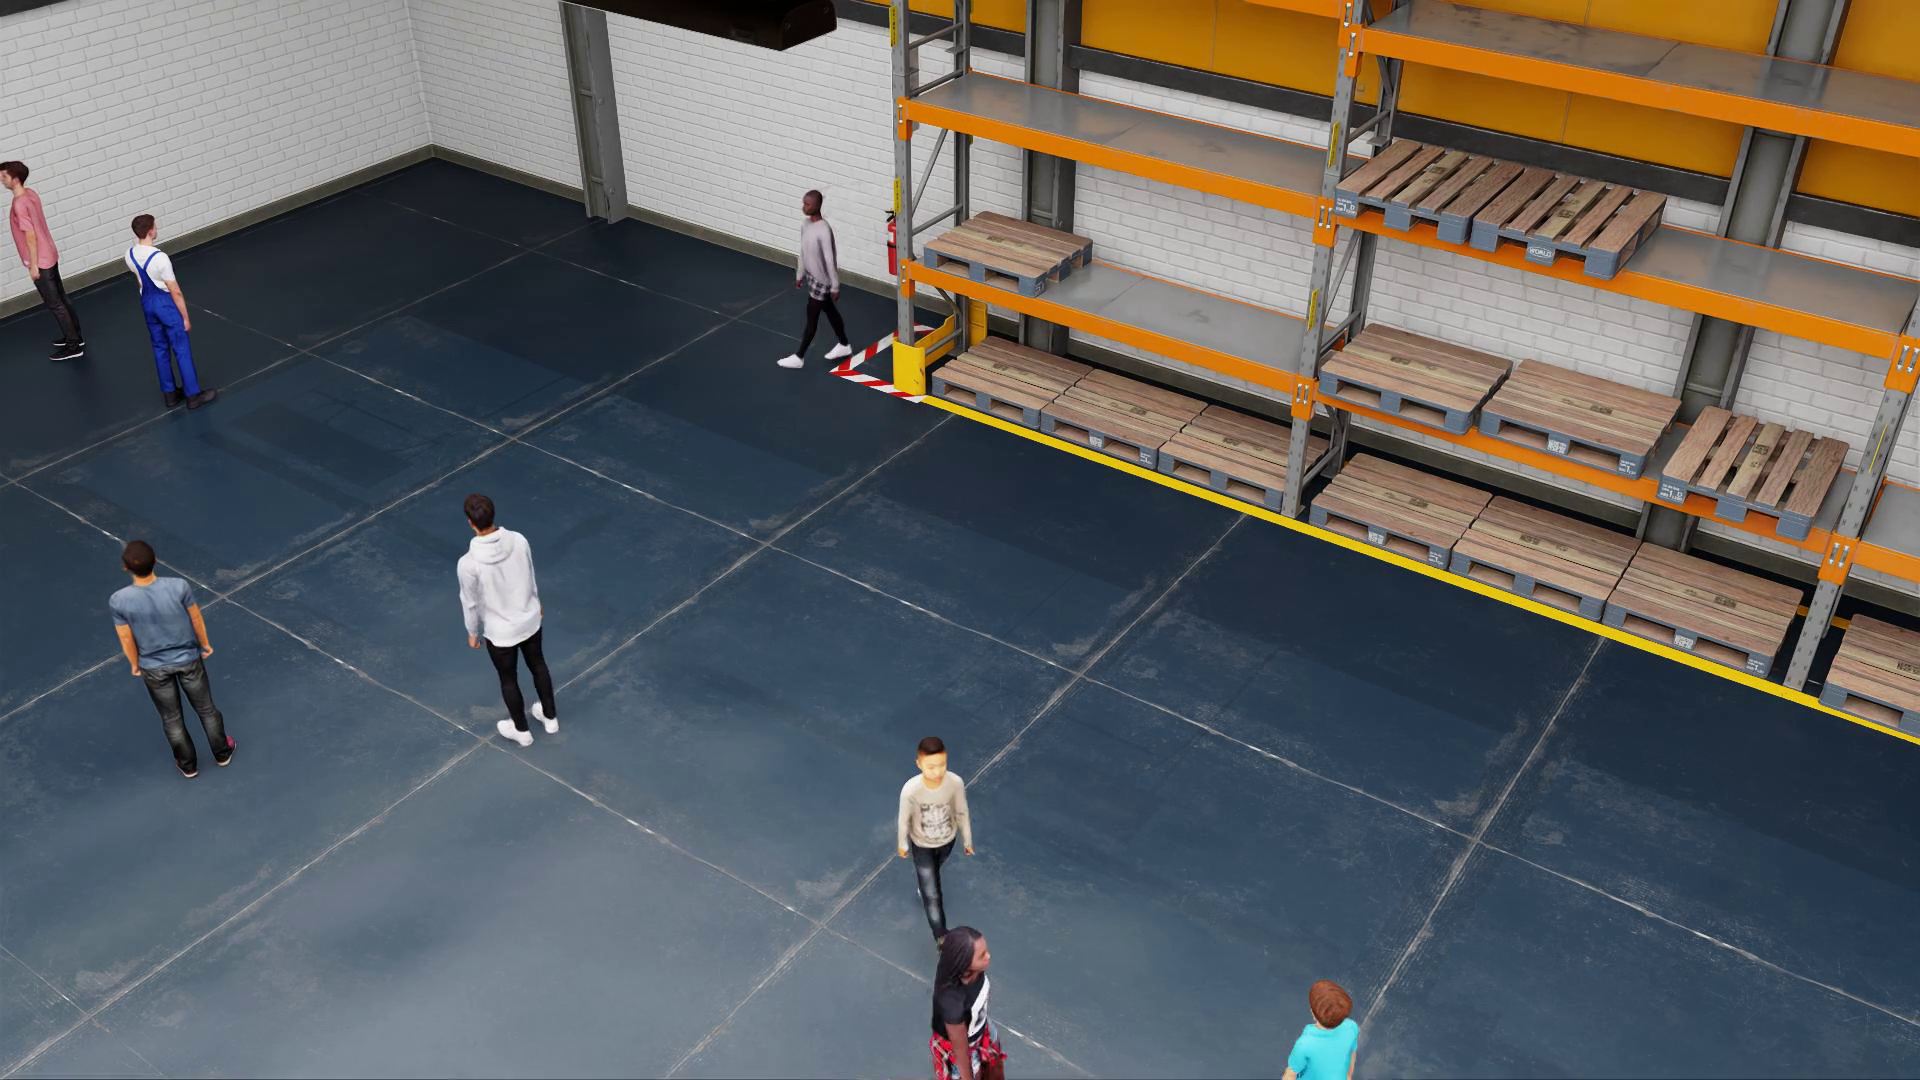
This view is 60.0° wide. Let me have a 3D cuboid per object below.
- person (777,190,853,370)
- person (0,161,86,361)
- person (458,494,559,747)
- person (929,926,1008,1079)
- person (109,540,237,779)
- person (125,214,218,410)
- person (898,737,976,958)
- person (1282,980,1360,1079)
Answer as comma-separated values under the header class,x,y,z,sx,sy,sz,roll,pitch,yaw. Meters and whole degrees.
class,x,y,z,sx,sy,sz,roll,pitch,yaw
person,-1.243,-2.492,15.824,1.006,1.742,1.097,-17,37,-24
person,-8.795,-2.692,15.929,0.775,1.961,0.686,-10,35,-14
person,-2.981,0.545,11.099,0.743,1.916,0.684,-27,42,-34
person,-0.065,2.547,8.270,0.784,1.714,0.710,8,34,12
person,-5.153,0.770,10.856,0.727,1.811,0.701,-17,37,-24
person,-7.238,-2.071,15.097,0.612,1.847,0.744,9,35,13
person,-0.177,1.714,9.778,0.889,1.431,1.054,-14,36,-20
person,1.802,2.754,8.200,0.652,1.445,0.696,-13,36,-19
